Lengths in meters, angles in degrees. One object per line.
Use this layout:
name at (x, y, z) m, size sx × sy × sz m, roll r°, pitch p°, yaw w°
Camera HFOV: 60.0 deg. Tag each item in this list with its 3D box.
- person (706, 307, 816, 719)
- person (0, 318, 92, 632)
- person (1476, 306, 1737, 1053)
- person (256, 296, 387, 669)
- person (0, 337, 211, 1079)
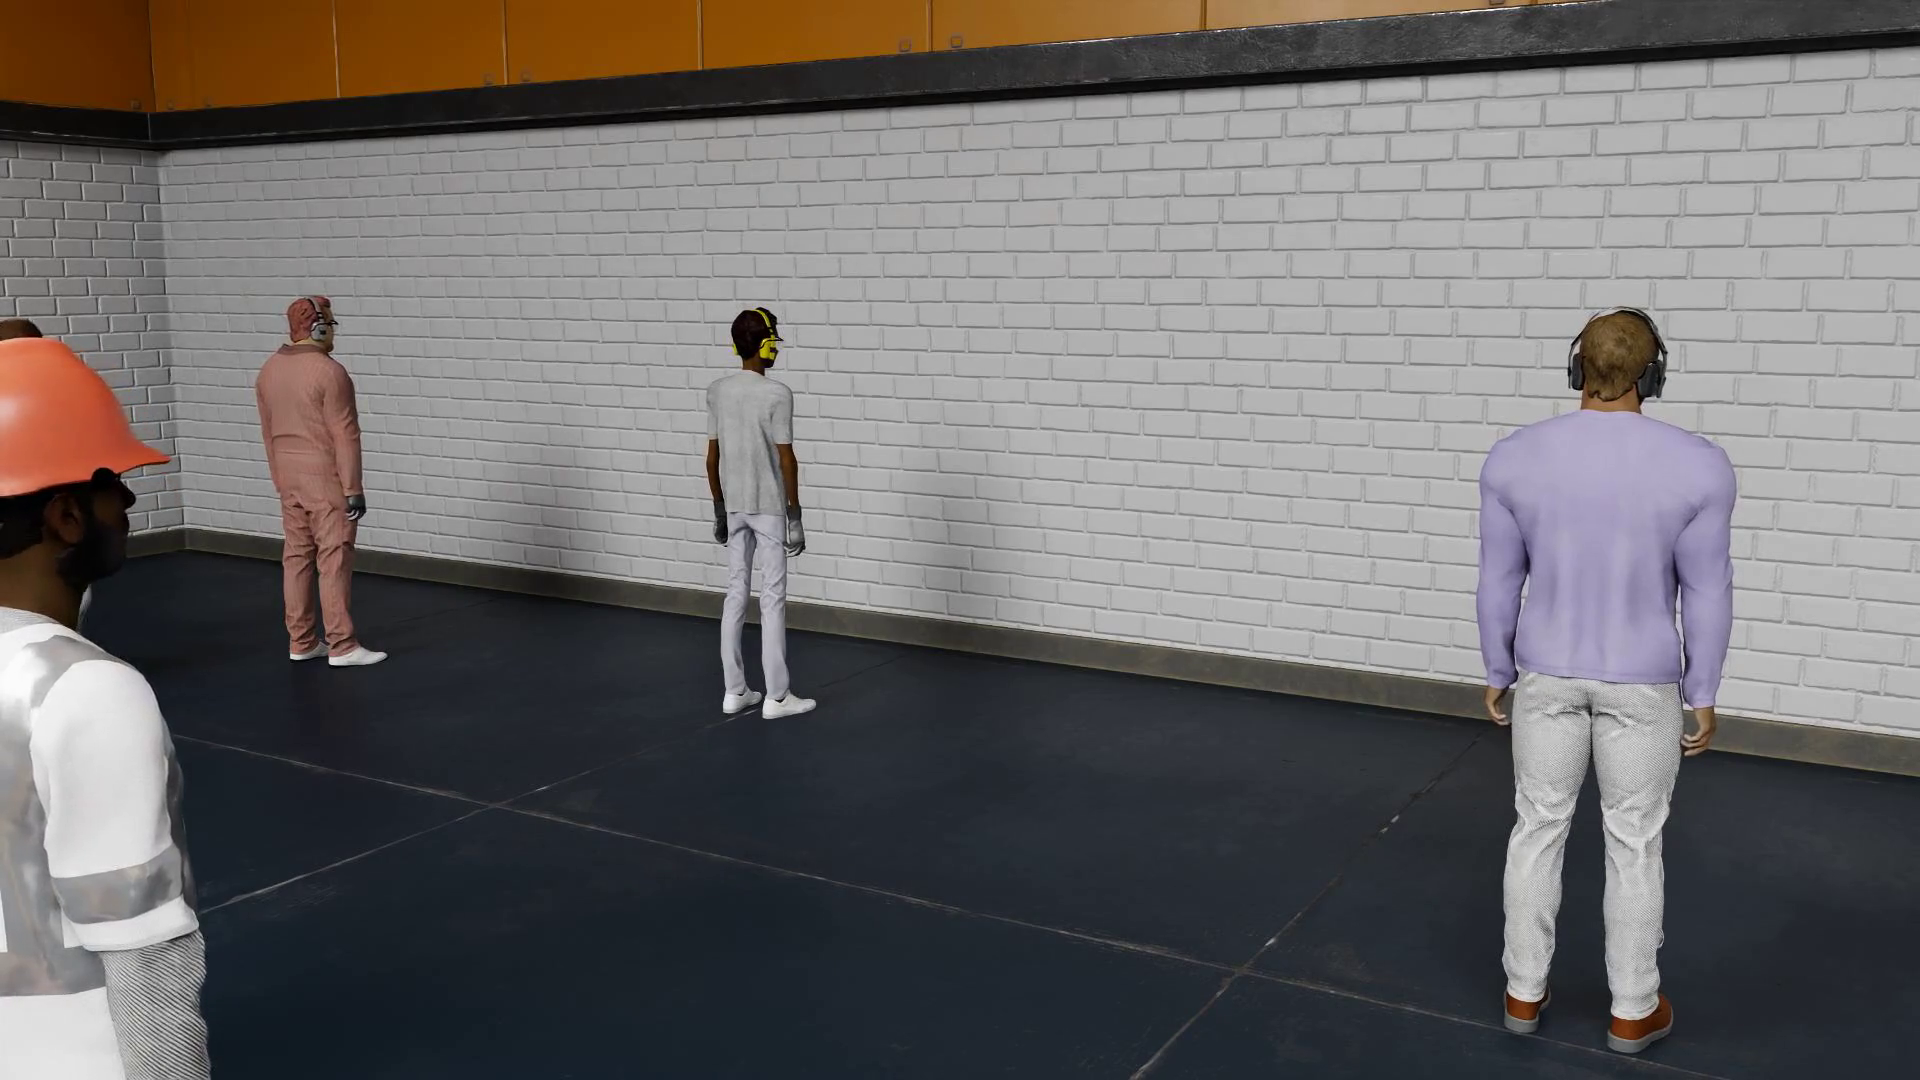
person at (-0.921, -0.116, 7.597) m, size 0.514 × 1.867 × 0.328 m, roll 5°, pitch 11°, yaw 30°
person at (-4.276, -0.106, 7.645) m, size 0.636 × 1.828 × 0.530 m, roll -7°, pitch 11°, yaw -35°
person at (1.664, 0.367, 4.351) m, size 0.630 × 1.940 × 0.372 m, roll 5°, pitch 11°, yaw 30°
person at (-3.282, -0.290, 8.567) m, size 0.652 × 1.906 × 0.401 m, roll 5°, pitch 10°, yaw 30°
person at (-1.153, 0.712, 2.187) m, size 0.545 × 1.942 × 0.354 m, roll 5°, pitch 11°, yaw 30°
